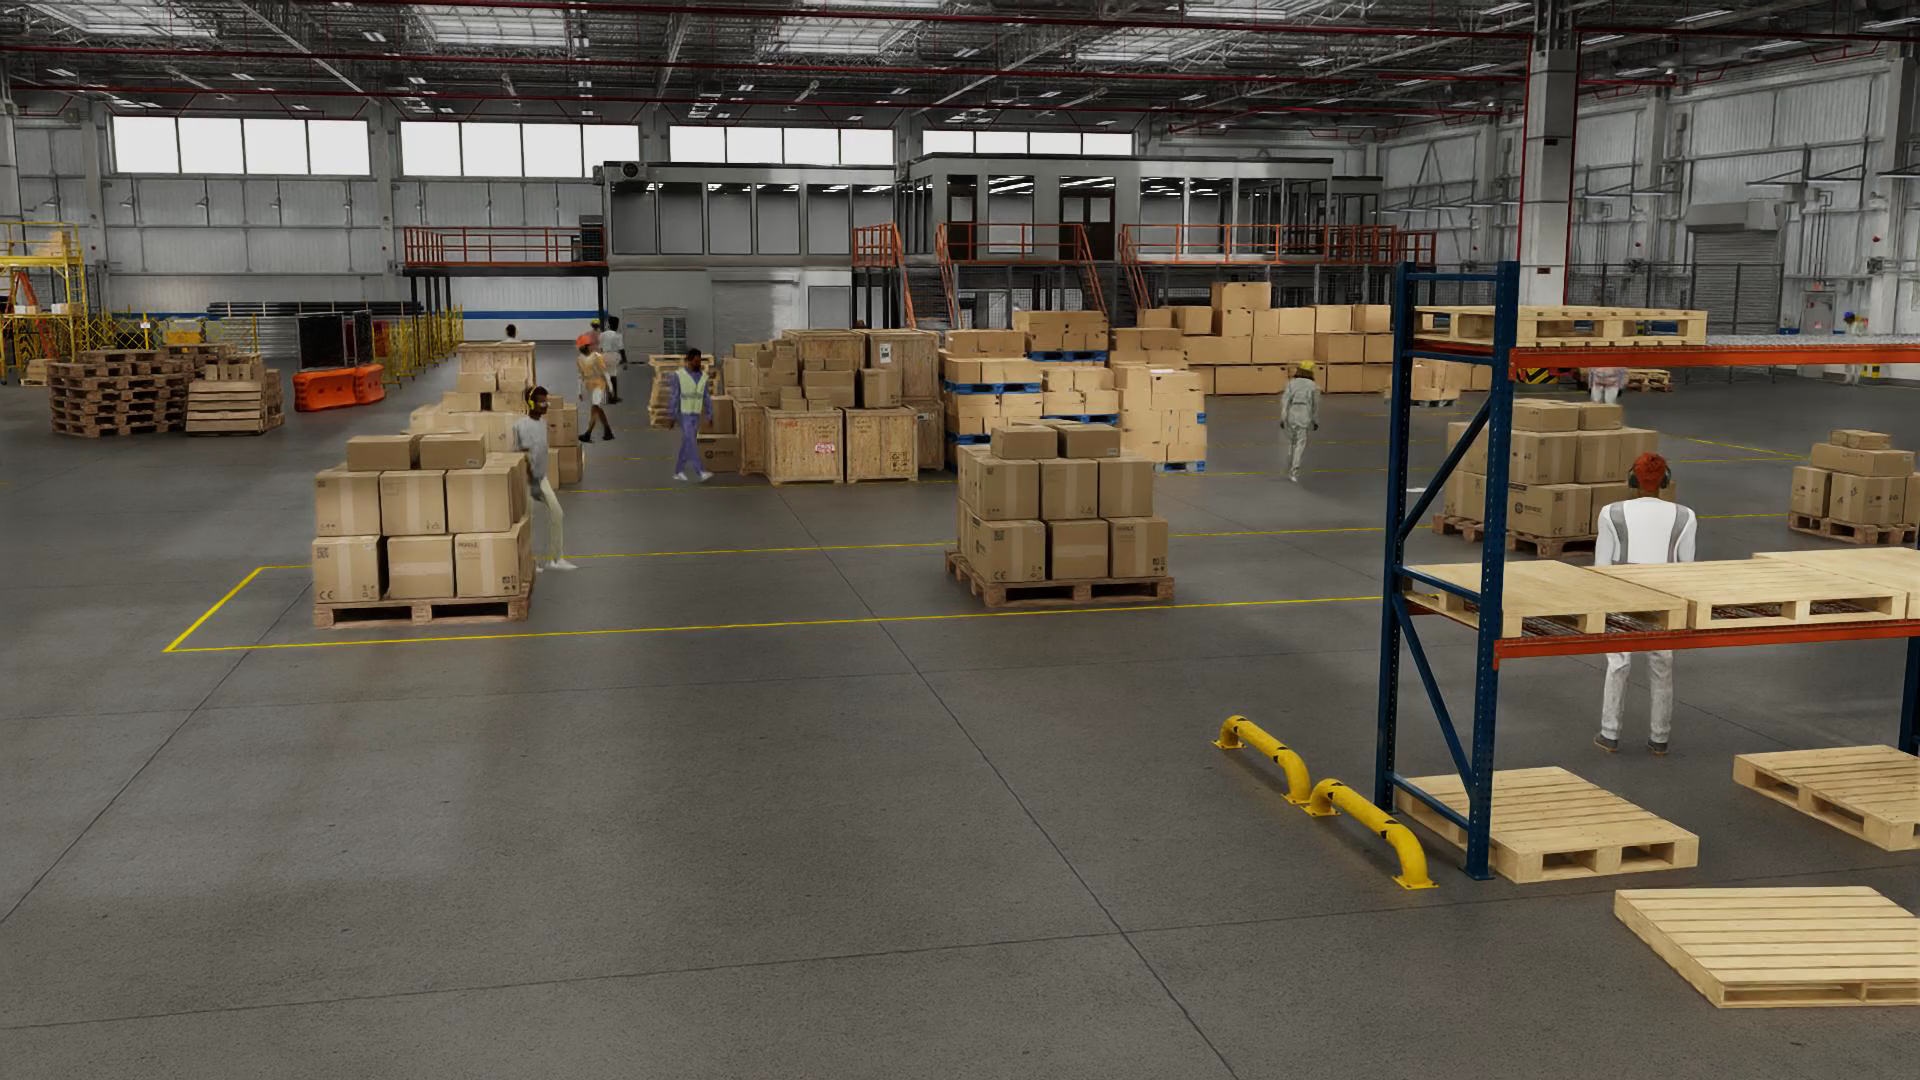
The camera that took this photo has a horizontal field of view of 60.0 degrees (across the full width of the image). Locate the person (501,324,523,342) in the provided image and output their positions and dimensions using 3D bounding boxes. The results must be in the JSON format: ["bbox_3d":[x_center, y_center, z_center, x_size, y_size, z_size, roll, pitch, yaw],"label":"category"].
[{"bbox_3d":[-9.197,-3.516,34.217,0.520,1.848,0.435,0,9,0],"label":"person"}]

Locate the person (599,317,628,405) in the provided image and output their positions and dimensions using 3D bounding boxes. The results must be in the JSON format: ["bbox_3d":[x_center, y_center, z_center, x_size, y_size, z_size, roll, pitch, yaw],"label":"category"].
[{"bbox_3d":[-7.541,-3.925,36.405,0.626,1.930,0.805,6,11,31],"label":"person"}]

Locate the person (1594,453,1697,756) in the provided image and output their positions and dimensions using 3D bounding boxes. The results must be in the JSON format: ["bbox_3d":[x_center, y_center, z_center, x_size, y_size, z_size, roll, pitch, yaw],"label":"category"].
[{"bbox_3d":[4.209,0.399,10.267,0.571,1.876,0.353,2,10,14],"label":"person"}]

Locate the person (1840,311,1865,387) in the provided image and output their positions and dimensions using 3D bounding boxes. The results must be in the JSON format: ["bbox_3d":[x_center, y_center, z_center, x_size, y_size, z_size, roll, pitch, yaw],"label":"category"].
[{"bbox_3d":[22.507,-4.787,41.825,0.395,1.897,0.725,-3,10,-18],"label":"person"}]

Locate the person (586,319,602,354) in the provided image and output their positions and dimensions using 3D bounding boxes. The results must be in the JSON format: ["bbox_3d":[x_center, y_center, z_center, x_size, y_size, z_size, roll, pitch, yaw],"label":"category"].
[{"bbox_3d":[-9.083,-4.652,41.506,0.534,1.714,0.905,0,9,-3],"label":"person"}]

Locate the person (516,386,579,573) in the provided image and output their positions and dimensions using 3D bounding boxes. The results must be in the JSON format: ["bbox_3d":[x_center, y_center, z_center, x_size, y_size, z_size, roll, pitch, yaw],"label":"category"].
[{"bbox_3d":[-4.075,-0.567,16.230,0.745,1.839,0.524,4,10,21],"label":"person"}]

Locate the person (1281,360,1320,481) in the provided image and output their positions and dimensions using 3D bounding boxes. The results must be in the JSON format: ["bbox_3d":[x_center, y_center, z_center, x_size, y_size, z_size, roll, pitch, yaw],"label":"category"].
[{"bbox_3d":[4.824,-1.692,23.542,0.501,1.678,0.782,3,10,18],"label":"person"}]

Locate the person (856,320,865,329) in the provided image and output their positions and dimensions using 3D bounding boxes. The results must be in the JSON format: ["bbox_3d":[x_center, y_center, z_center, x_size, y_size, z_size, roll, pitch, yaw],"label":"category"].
[{"bbox_3d":[-2.196,-3.951,36.862,0.516,1.841,0.326,1,9,6],"label":"person"}]

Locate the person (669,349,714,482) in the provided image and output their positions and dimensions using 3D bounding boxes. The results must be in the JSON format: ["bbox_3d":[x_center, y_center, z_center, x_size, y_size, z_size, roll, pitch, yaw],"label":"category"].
[{"bbox_3d":[-3.705,-1.731,23.256,1.004,1.862,0.610,8,12,41],"label":"person"}]

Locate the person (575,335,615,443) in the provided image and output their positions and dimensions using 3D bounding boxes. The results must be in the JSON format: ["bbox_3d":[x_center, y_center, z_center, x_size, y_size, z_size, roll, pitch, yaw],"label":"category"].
[{"bbox_3d":[-6.289,-2.602,28.628,0.586,1.853,1.032,5,11,29],"label":"person"}]

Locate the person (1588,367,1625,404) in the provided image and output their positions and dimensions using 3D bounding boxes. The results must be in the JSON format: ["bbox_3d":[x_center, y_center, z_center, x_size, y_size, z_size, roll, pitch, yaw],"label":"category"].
[{"bbox_3d":[11.388,-2.704,29.332,0.628,1.829,0.453,6,11,32],"label":"person"}]
